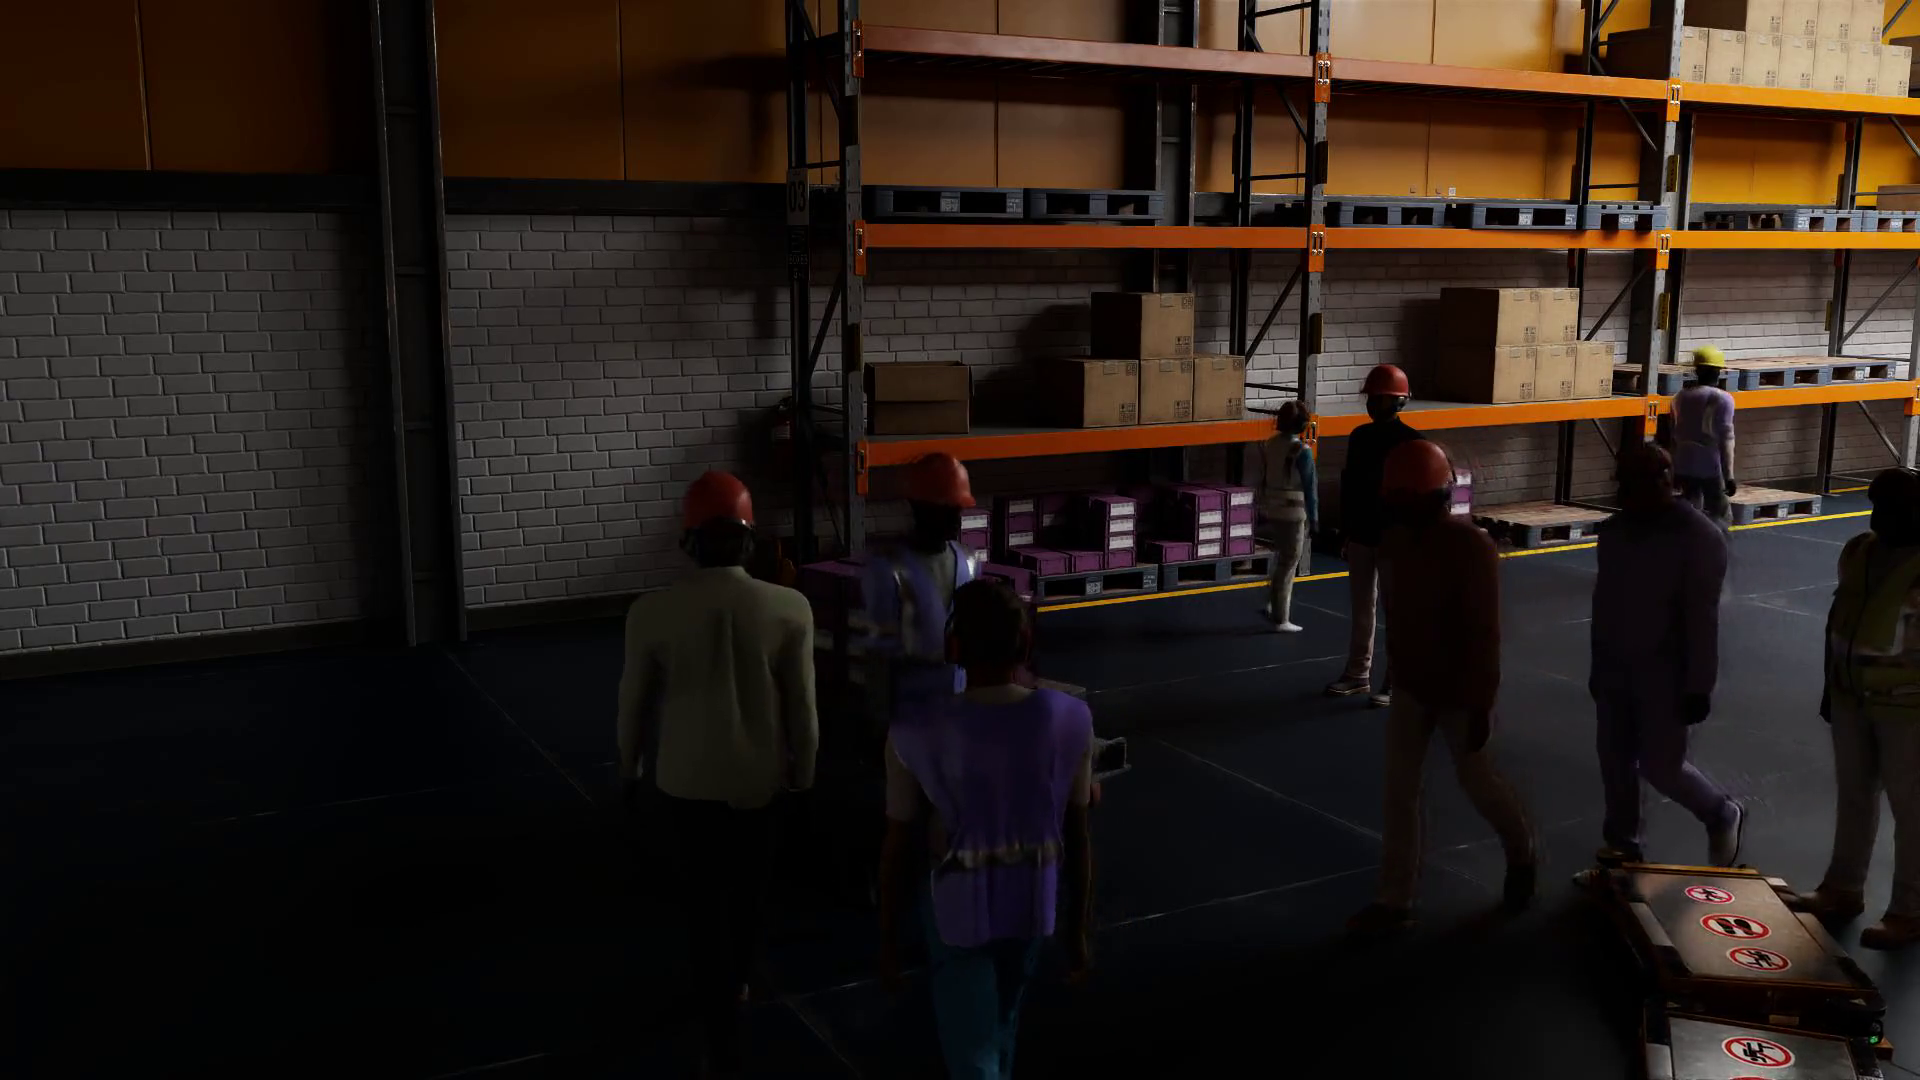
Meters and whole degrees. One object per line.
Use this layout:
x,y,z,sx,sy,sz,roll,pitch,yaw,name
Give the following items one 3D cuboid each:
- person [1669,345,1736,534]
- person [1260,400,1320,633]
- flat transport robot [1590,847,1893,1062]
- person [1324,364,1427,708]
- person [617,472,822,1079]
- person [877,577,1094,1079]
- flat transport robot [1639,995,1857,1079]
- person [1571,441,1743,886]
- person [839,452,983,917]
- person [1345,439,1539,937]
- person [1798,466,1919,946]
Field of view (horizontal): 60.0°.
5.813,-0.561,13.024,0.509,1.914,0.647,-4,11,-21,person
2.290,-0.155,11.534,0.391,1.624,0.542,-4,11,-22,person
2.793,1.469,6.079,0.652,0.197,1.431,2,10,9,flat transport robot
2.445,-0.026,9.720,0.375,1.997,0.611,-7,12,-33,person
-0.795,0.744,5.446,0.619,1.939,1.006,-3,10,-19,person
0.085,1.002,4.352,0.573,1.814,0.924,-4,11,-21,person
2.298,1.705,4.720,0.652,0.197,1.431,4,11,20,flat transport robot
2.909,0.526,6.889,0.613,1.882,0.671,-4,11,-22,person
-0.165,0.612,6.264,0.560,1.923,0.640,-8,13,-39,person
1.944,0.562,6.501,0.934,1.951,0.664,-6,12,-31,person
3.569,0.628,6.408,0.429,1.839,0.634,-3,10,-17,person
